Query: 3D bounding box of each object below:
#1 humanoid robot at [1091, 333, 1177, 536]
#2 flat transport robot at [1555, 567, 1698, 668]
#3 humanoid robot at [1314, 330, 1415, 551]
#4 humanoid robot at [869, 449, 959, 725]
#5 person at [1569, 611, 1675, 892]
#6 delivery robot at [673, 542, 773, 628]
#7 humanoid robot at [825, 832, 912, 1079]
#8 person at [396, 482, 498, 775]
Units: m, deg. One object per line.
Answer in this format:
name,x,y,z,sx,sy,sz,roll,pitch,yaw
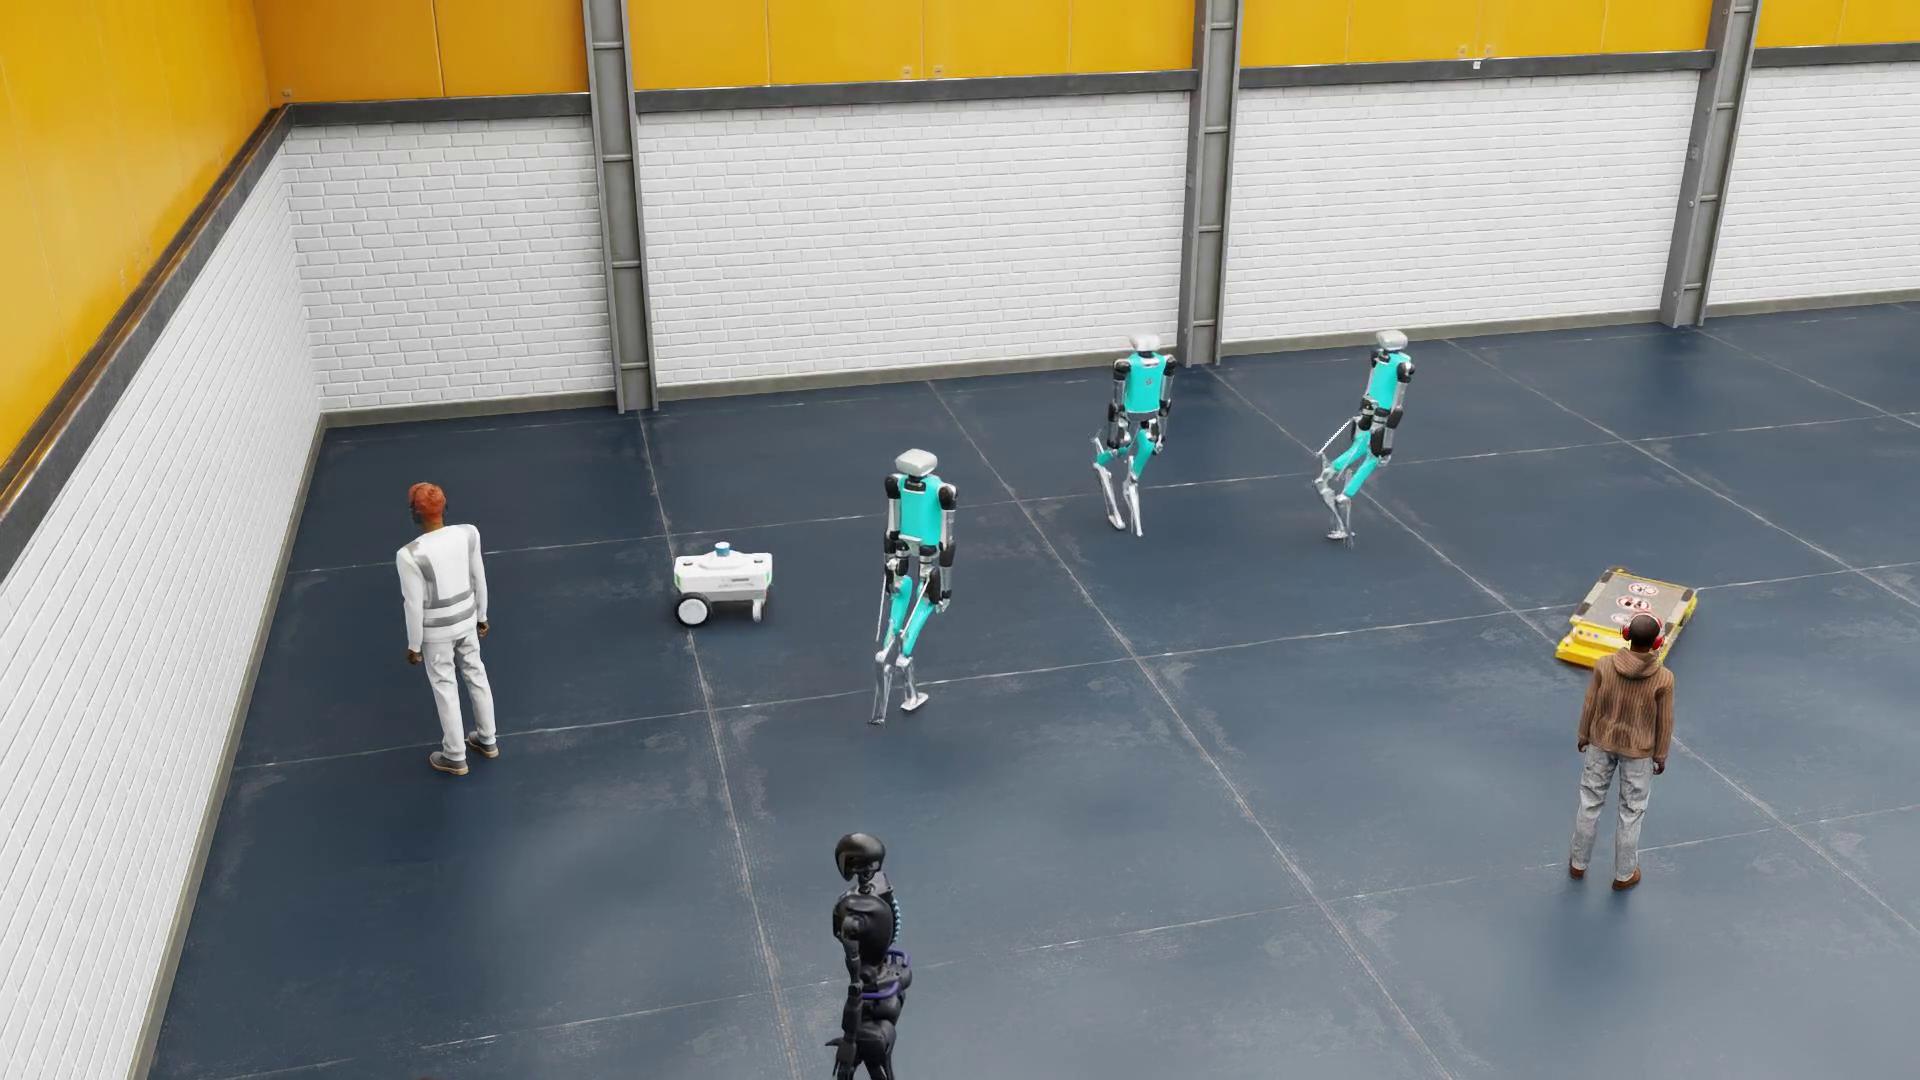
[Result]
humanoid robot,1.362,-0.872,13.567,0.537,1.808,0.768,-8,25,-18
flat transport robot,4.843,0.589,12.022,0.659,0.231,1.431,15,28,30
humanoid robot,3.155,-0.758,13.339,0.804,1.831,0.550,-6,25,-14
humanoid robot,-0.392,0.406,10.746,0.552,1.891,0.809,15,28,30
person,3.590,1.146,9.037,0.471,1.650,0.308,14,27,29
delivery robot,-1.771,0.319,12.290,0.773,0.601,0.527,-2,24,-5
humanoid robot,-0.438,1.981,7.143,0.678,1.633,0.608,5,24,11
person,-3.123,0.537,10.137,0.340,1.882,0.582,17,29,33
